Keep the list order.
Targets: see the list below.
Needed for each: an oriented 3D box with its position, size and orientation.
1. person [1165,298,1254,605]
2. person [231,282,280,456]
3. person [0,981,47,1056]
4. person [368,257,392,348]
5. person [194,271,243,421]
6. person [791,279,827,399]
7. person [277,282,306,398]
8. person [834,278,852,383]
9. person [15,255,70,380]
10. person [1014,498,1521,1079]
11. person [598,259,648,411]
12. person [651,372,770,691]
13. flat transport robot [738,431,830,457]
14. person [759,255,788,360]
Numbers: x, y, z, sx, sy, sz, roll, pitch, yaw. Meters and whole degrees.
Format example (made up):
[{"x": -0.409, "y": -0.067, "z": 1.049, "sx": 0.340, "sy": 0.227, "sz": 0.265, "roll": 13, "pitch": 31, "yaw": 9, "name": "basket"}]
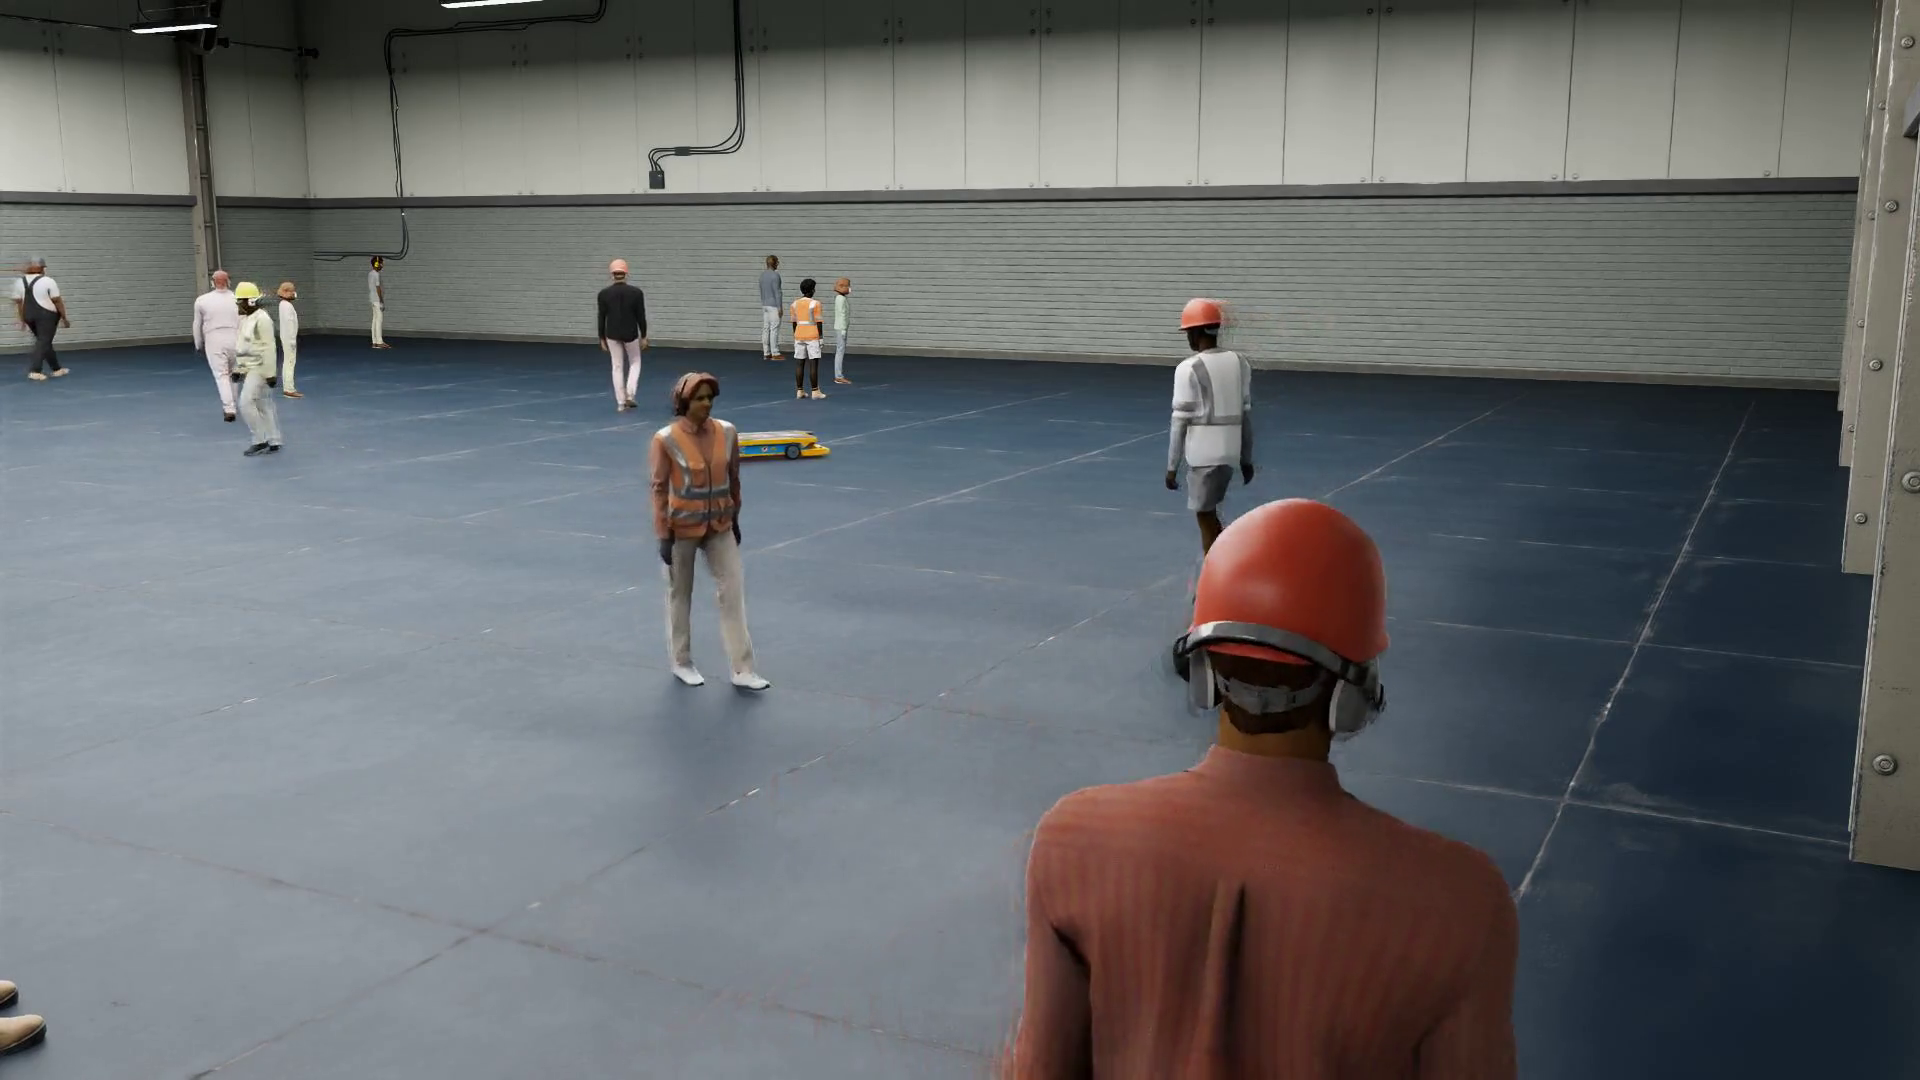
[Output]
[{"x": 1.507, "y": -0.513, "z": 10.188, "sx": 0.560, "sy": 1.910, "sz": 0.513, "roll": -7, "pitch": 13, "yaw": -35, "name": "person"}, {"x": -7.410, "y": -1.777, "z": 17.353, "sx": 0.546, "sy": 1.809, "sz": 0.596, "roll": -7, "pitch": 12, "yaw": -33, "name": "person"}, {"x": -2.880, "y": 0.439, "z": 4.643, "sx": 0.373, "sy": 2.043, "sz": 0.614, "roll": -9, "pitch": 13, "yaw": -39, "name": "person"}, {"x": -11.892, "y": -4.853, "z": 33.993, "sx": 0.329, "sy": 1.865, "sz": 0.515, "roll": -8, "pitch": 13, "yaw": -38, "name": "person"}, {"x": -9.179, "y": -2.415, "z": 20.741, "sx": 0.633, "sy": 1.862, "sz": 1.015, "roll": -8, "pitch": 13, "yaw": -36, "name": "person"}, {"x": -2.131, "y": -2.818, "z": 23.361, "sx": 0.532, "sy": 1.693, "sz": 0.319, "roll": 7, "pitch": 12, "yaw": 32, "name": "person"}, {"x": -9.528, "y": -2.843, "z": 23.659, "sx": 0.266, "sy": 1.632, "sz": 0.509, "roll": -6, "pitch": 12, "yaw": -30, "name": "person"}, {"x": -1.828, "y": -3.263, "z": 25.950, "sx": 0.266, "sy": 1.631, "sz": 0.507, "roll": -1, "pitch": 10, "yaw": -7, "name": "person"}, {"x": -14.690, "y": -3.593, "z": 26.634, "sx": 0.688, "sy": 2.000, "sz": 1.038, "roll": 3, "pitch": 11, "yaw": 16, "name": "person"}, {"x": 0.380, "y": 0.932, "z": 2.122, "sx": 0.619, "sy": 1.981, "sz": 0.422, "roll": 5, "pitch": 12, "yaw": 27, "name": "person"}, {"x": -4.428, "y": -2.683, "z": 21.836, "sx": 0.649, "sy": 1.978, "sz": 0.443, "roll": -1, "pitch": 10, "yaw": -3, "name": "person"}, {"x": -1.253, "y": -0.022, "z": 8.302, "sx": 0.546, "sy": 1.608, "sz": 0.757, "roll": -8, "pitch": 13, "yaw": -37, "name": "person"}, {"x": -2.130, "y": -0.981, "z": 17.223, "sx": 1.431, "sy": 0.197, "sz": 0.652, "roll": -4, "pitch": 11, "yaw": -23, "name": "flat transport robot"}, {"x": -3.454, "y": -4.274, "z": 30.632, "sx": 0.372, "sy": 1.940, "sz": 0.630, "roll": -8, "pitch": 13, "yaw": -37, "name": "person"}]
